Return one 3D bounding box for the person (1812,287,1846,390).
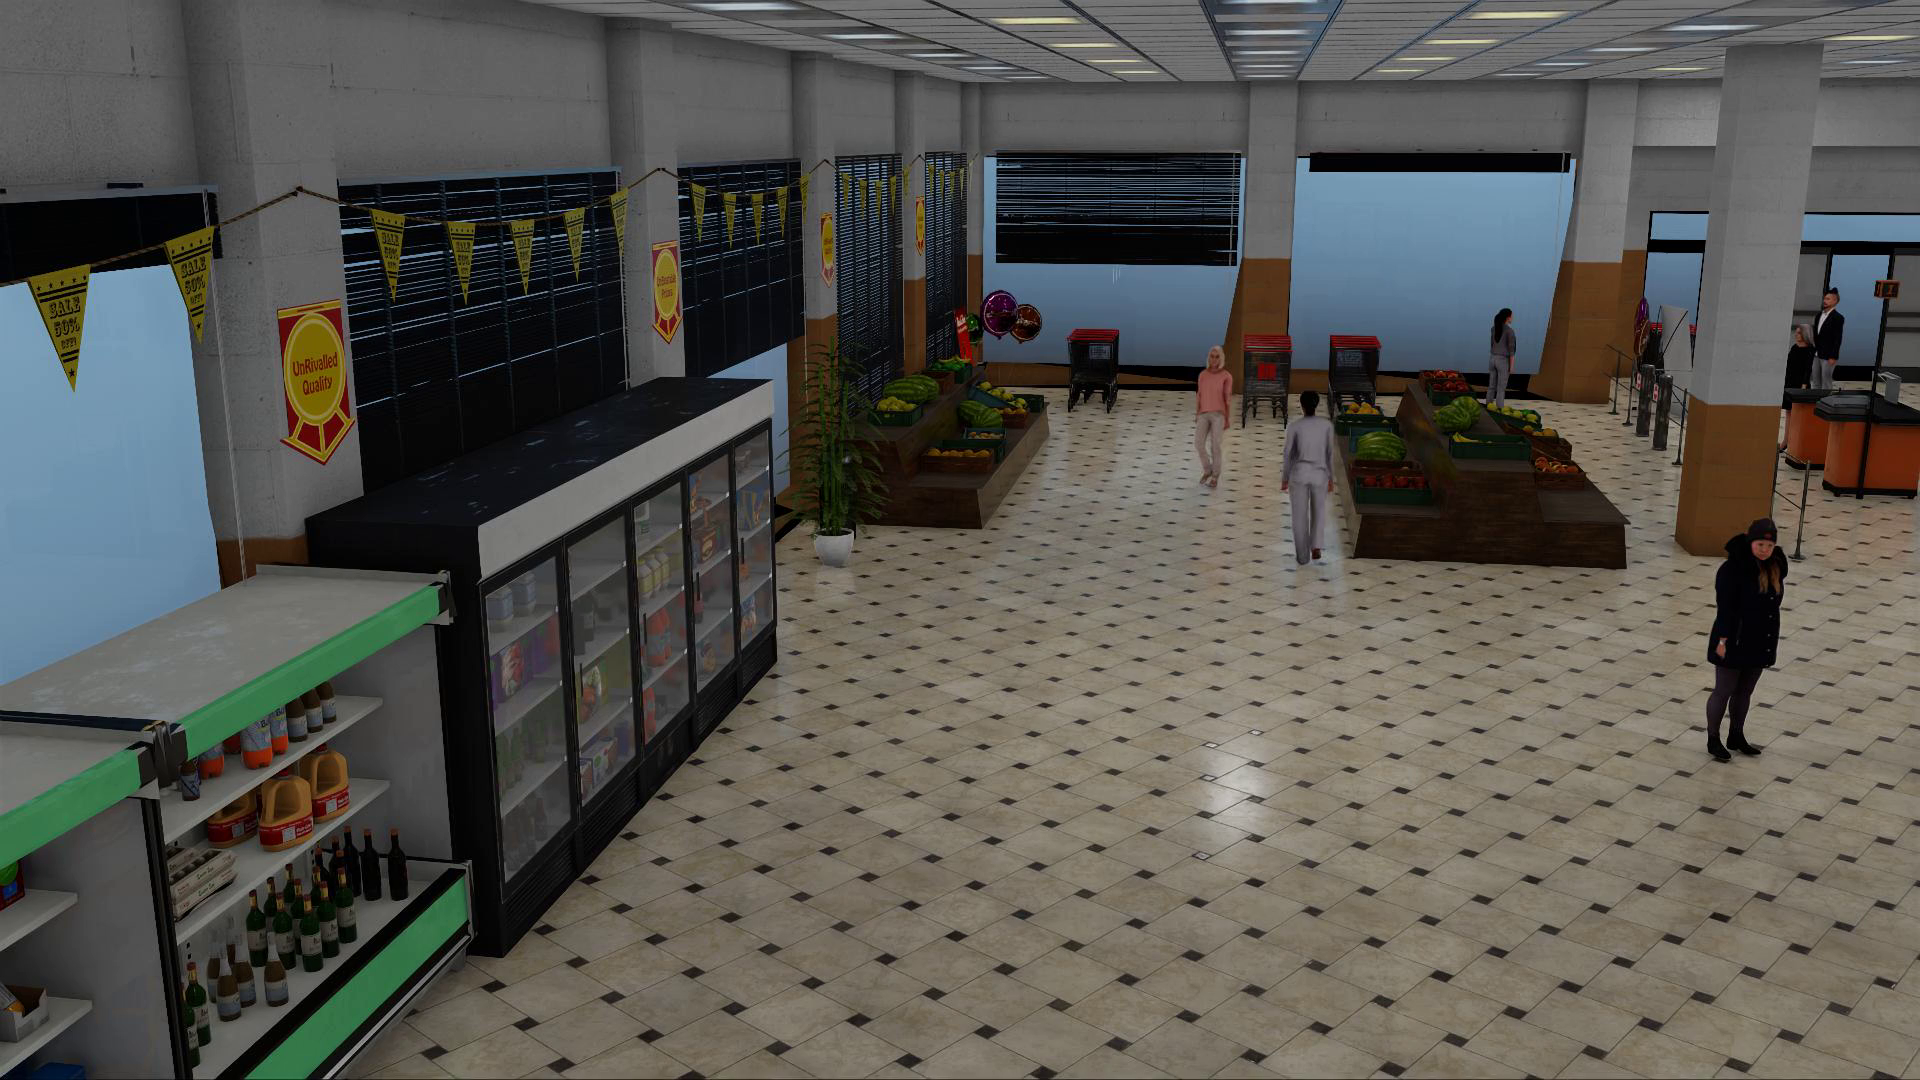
[{"bbox_3d":[13.091,-2.843,25.137,0.841,1.948,0.681,-3,14,-11],"label":"person"}]

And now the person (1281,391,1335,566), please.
[{"bbox_3d":[3.445,-0.566,16.328,0.717,1.676,0.739,0,14,2],"label":"person"}]

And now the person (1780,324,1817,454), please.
[{"bbox_3d":[11.116,-2.005,22.112,0.739,1.747,0.627,-3,14,-13],"label":"person"}]

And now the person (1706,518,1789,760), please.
[{"bbox_3d":[5.321,0.656,11.299,0.779,1.672,0.799,-4,14,-17],"label":"person"}]

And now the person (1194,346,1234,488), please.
[{"bbox_3d":[3.080,-1.494,20.075,0.678,1.713,0.688,7,15,26],"label":"person"}]

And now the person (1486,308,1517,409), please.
[{"bbox_3d":[8.043,-2.617,24.787,0.772,1.674,0.695,-7,15,-27],"label":"person"}]
